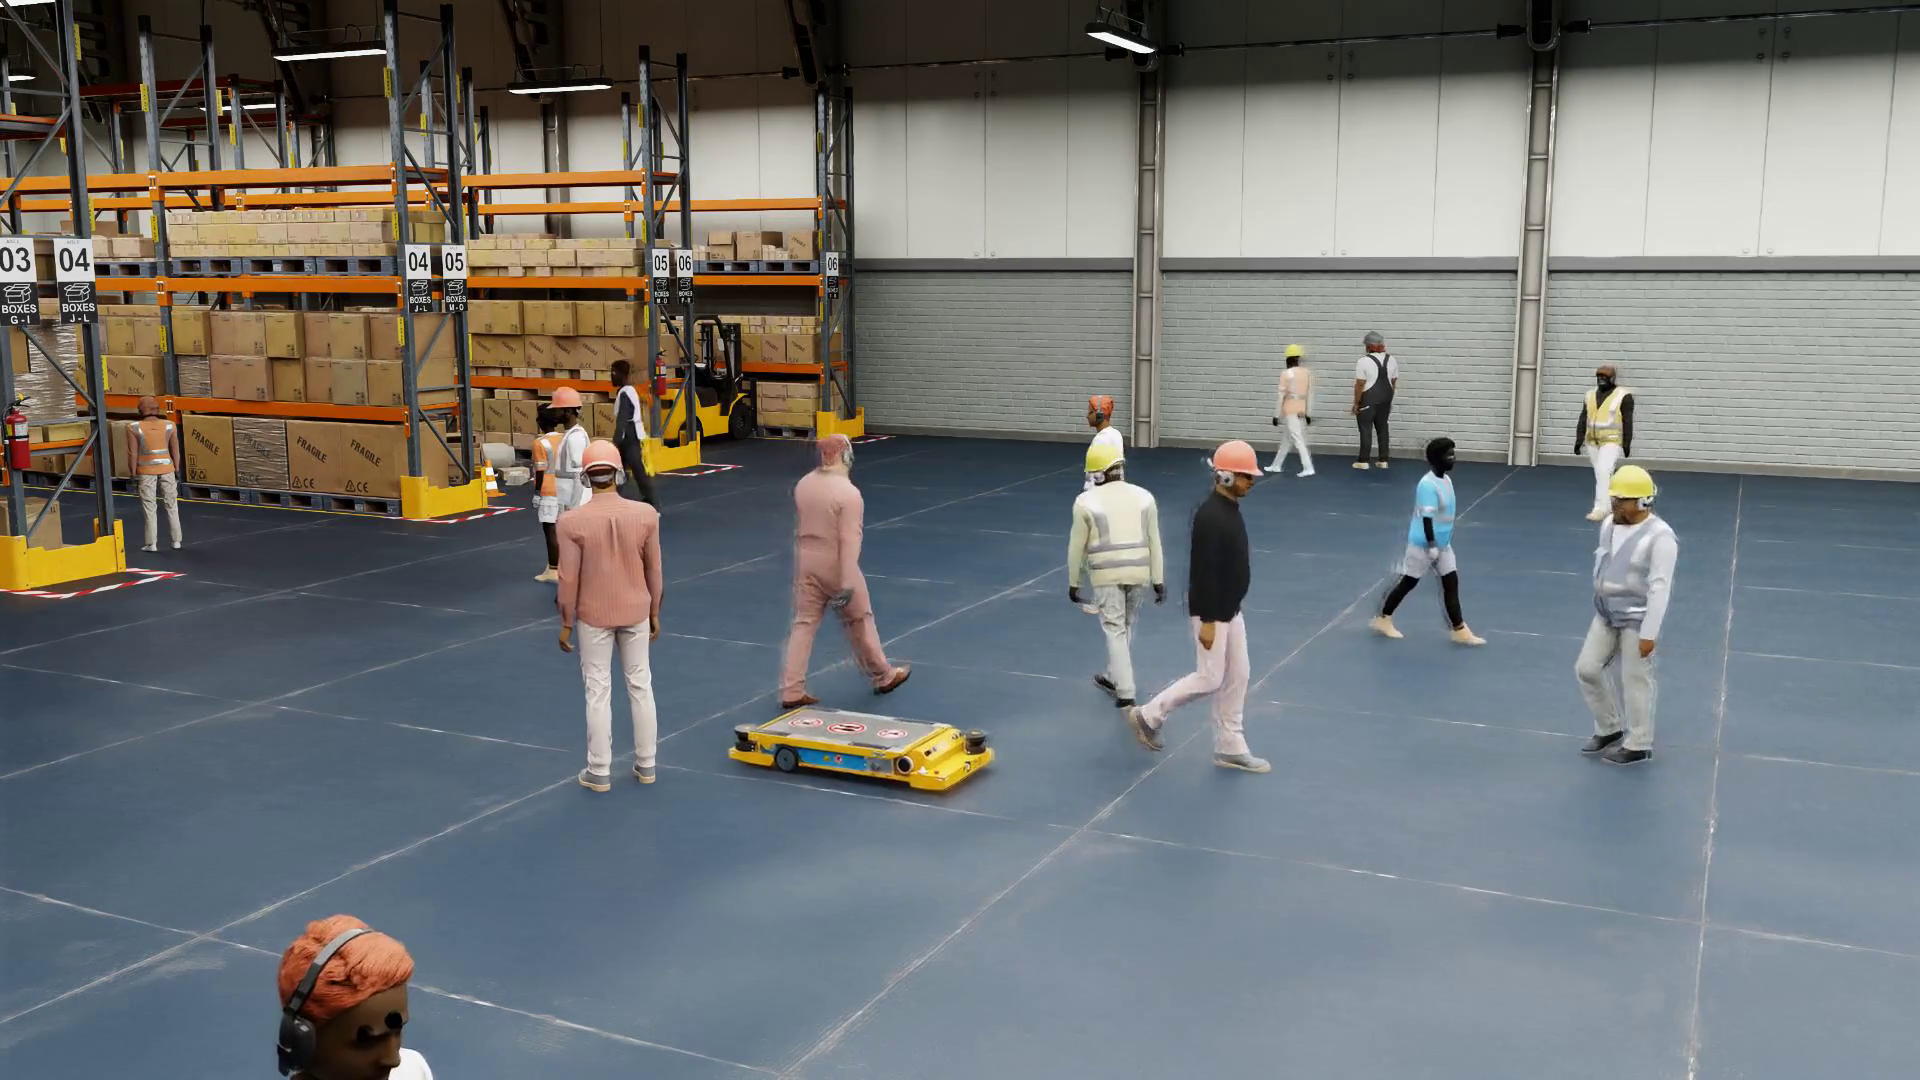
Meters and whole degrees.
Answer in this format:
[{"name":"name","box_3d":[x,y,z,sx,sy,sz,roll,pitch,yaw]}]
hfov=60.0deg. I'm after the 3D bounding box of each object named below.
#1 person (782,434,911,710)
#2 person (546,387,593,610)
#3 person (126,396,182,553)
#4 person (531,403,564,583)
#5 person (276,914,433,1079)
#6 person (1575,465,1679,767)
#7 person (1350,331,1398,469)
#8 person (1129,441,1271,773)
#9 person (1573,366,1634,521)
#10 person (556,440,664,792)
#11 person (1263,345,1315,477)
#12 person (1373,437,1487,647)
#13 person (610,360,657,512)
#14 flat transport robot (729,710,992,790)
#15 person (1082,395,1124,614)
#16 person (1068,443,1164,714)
[{"name":"person","box_3d":[-0.815,0.202,11.300,0.634,1.846,1.031,8,12,42]},{"name":"person","box_3d":[-3.378,-0.358,14.425,0.369,1.936,0.557,-3,10,-18]},{"name":"person","box_3d":[-8.393,-0.686,17.346,0.513,1.640,0.309,-8,12,-41]},{"name":"person","box_3d":[-3.853,-0.446,15.702,0.317,1.697,0.544,3,10,20]},{"name":"person","box_3d":[-1.051,1.553,2.860,0.355,1.887,0.572,3,10,16]},{"name":"person","box_3d":[3.921,0.459,9.819,0.458,1.804,0.618,-3,10,-17]},{"name":"person","box_3d":[6.081,-2.070,24.606,0.710,2.000,0.535,-4,10,-23]},{"name":"person","box_3d":[1.423,0.386,9.759,0.769,1.969,0.654,4,10,24]},{"name":"person","box_3d":[7.488,-1.131,19.535,0.759,1.814,0.647,-6,11,-32]},{"name":"person","box_3d":[-1.984,0.429,9.445,0.608,1.988,0.392,-5,11,-28]},{"name":"person","box_3d":[4.746,-1.845,23.741,0.601,1.880,0.974,-8,12,-40]},{"name":"person","box_3d":[3.685,0.006,13.078,0.880,1.648,0.542,7,12,36]},{"name":"person","box_3d":[-4.027,-1.171,19.603,0.944,1.877,0.609,-2,10,-15]},{"name":"flat transport robot","box_3d":[-0.594,1.215,9.873,1.431,0.197,0.652,4,10,25]},{"name":"person","box_3d":[1.244,-0.309,14.310,0.342,1.877,0.576,3,10,20]},{"name":"person","box_3d":[1.033,0.242,11.207,0.616,1.777,0.873,-4,10,-21]}]
